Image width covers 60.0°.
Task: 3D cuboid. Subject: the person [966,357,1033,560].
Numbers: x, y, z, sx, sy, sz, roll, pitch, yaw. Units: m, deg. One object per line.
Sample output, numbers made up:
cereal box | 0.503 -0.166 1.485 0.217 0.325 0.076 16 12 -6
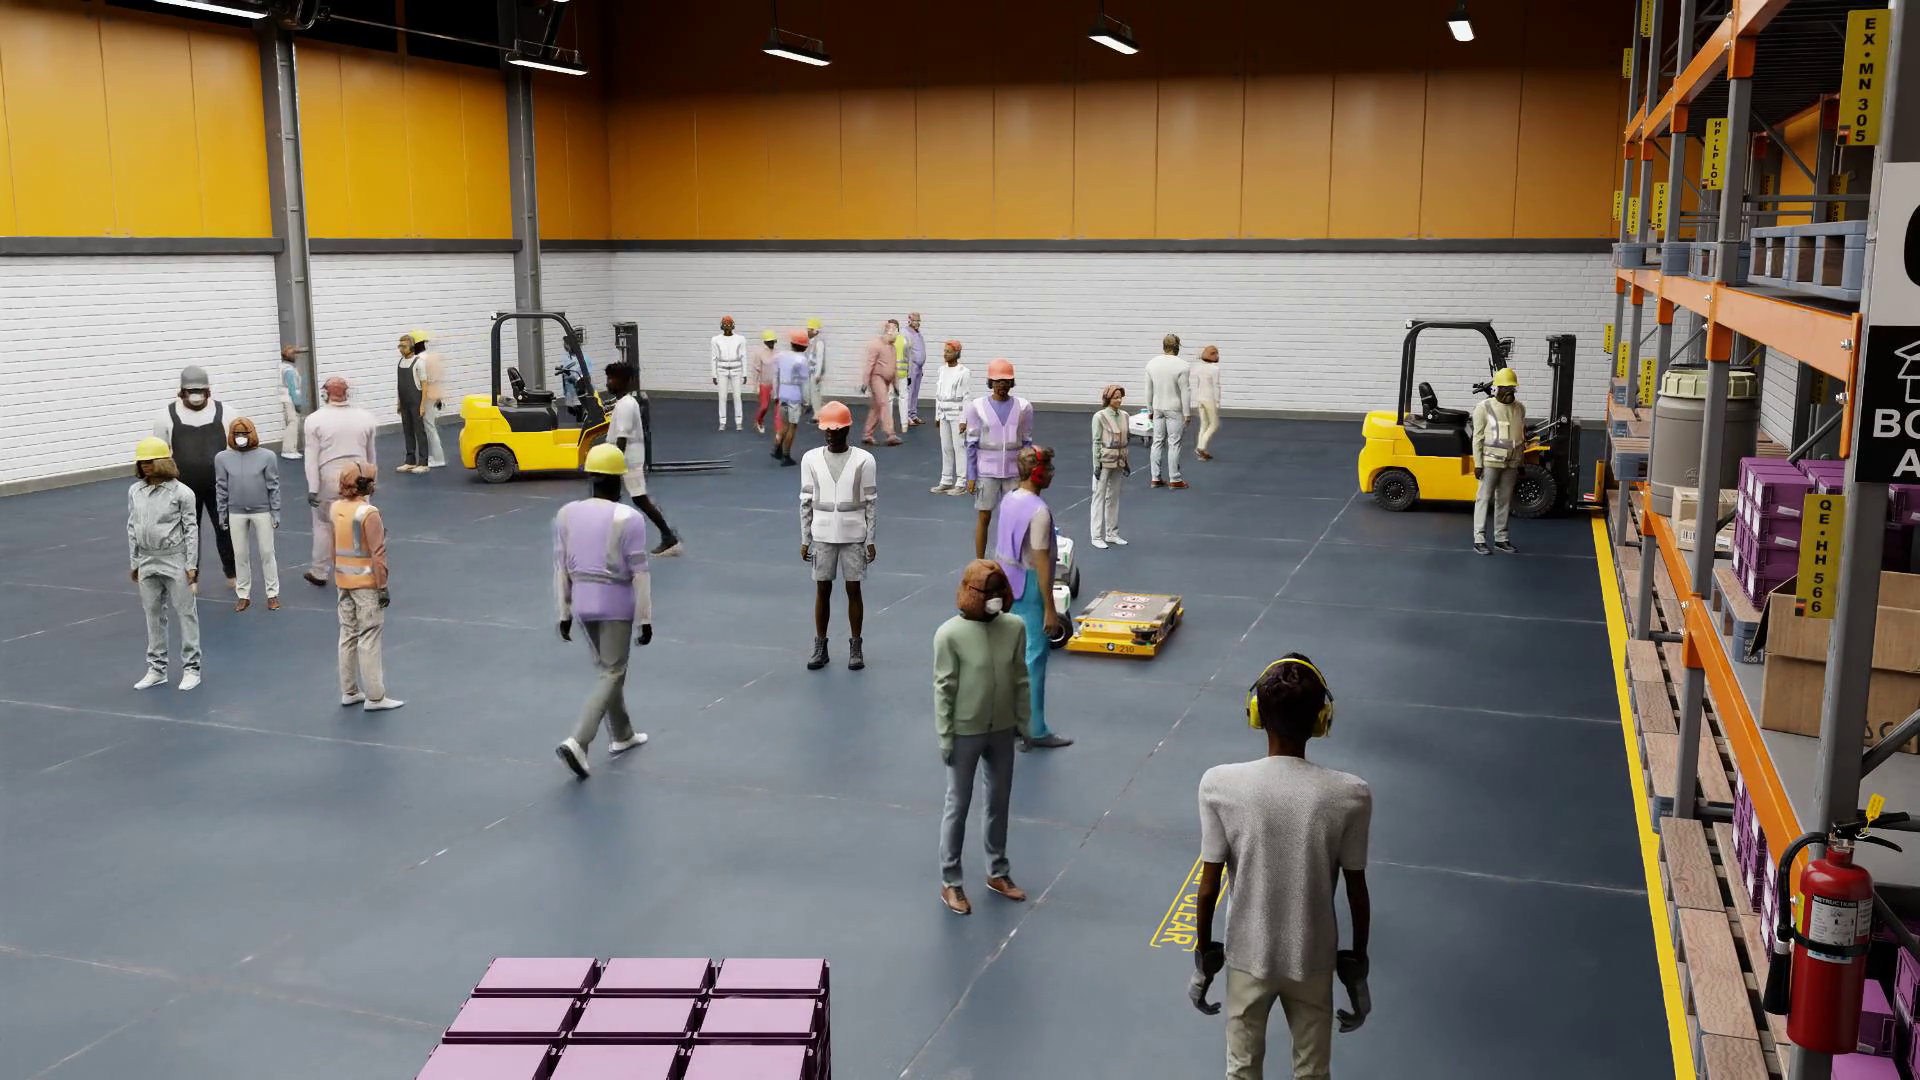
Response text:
person | 0.365 -0.606 14.826 0.609 2.044 0.397 -2 10 -12

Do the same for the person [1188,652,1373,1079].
person | 0.938 1.250 4.877 0.531 1.865 0.316 2 10 10

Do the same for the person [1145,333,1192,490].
person | 2.598 -1.596 20.691 0.636 1.938 0.355 9 13 40

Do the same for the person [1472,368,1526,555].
person | 5.317 -0.775 16.363 0.588 1.835 0.403 -3 11 -19

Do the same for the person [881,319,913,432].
person | -1.077 -2.646 26.892 0.624 1.841 0.430 -2 10 -12

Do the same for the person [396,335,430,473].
person | -7.313 -1.809 22.158 0.513 1.843 0.334 6 12 30

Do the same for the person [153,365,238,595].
person | -6.557 -0.523 14.368 0.690 2.000 0.537 -5 11 -27

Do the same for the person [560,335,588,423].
person | -5.854 -2.341 25.615 0.549 1.676 0.617 6 12 32

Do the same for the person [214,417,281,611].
person | -5.891 -0.212 13.790 0.501 1.626 0.282 -2 10 -12

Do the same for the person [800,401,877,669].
person | -0.869 -0.026 11.860 0.552 1.935 0.374 1 10 4

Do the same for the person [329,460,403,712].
person | -3.907 0.301 10.859 0.523 1.638 0.310 8 13 37

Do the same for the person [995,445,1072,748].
person | 0.410 0.342 10.064 0.414 1.852 0.571 -3 11 -19

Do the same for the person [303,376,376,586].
person | -5.534 -0.508 14.730 0.662 1.877 0.827 -9 14 -42

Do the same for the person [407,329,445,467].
person | -7.300 -1.931 22.718 0.536 1.888 0.609 1 10 4

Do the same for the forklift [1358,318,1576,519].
forklift | 5.787 -1.437 19.079 2.313 2.155 1.214 3 11 19

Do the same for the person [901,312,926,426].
person | -0.770 -2.878 28.016 0.402 1.902 0.652 4 11 22

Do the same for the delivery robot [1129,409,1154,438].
delivery robot | 2.780 -1.743 25.155 0.477 0.478 0.707 -6 12 -30

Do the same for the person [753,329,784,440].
person | -2.990 -2.461 26.145 0.550 1.733 0.720 -3 11 -17

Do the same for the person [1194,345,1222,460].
person | 3.469 -1.923 23.391 0.388 1.622 0.535 -5 11 -25

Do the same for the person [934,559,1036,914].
person | 0.110 0.882 7.613 0.511 1.627 0.276 -7 12 -33

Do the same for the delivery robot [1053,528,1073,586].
delivery robot | 0.804 0.138 14.562 0.477 0.478 0.707 1 10 7

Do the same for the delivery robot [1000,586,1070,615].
delivery robot | 0.481 0.472 12.681 0.707 0.478 0.477 0 10 1

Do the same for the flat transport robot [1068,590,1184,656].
flat transport robot | 1.305 0.624 12.890 0.652 0.197 1.431 3 10 16

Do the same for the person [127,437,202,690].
person | -5.433 0.164 11.333 0.483 1.745 0.304 1 10 7

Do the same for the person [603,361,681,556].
person | -3.205 -0.776 16.135 0.996 1.923 0.624 -2 10 -12

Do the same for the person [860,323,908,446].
person | -1.118 -2.347 25.171 0.860 1.853 0.723 4 11 21

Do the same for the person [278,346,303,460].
person | -9.503 -1.948 23.602 0.342 1.616 0.605 -5 11 -24

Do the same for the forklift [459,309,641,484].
forklift | -5.354 -1.902 21.697 2.313 2.155 1.214 -2 10 -13

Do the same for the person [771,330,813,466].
person | -2.291 -1.936 22.775 0.650 1.884 0.412 10 14 44

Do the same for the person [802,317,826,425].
person | -2.471 -2.846 28.076 0.429 1.813 0.616 -4 11 -23

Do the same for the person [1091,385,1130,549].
person | 1.514 -0.743 16.731 0.515 1.641 0.315 -9 14 -42

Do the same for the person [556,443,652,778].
person | -2.089 0.392 9.637 0.598 1.899 0.887 4 11 23

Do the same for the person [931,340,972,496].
person | -0.104 -1.482 20.210 0.355 1.885 0.576 -9 13 -40

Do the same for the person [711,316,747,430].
person | -3.774 -2.720 27.215 0.575 1.876 0.342 -1 10 -8
